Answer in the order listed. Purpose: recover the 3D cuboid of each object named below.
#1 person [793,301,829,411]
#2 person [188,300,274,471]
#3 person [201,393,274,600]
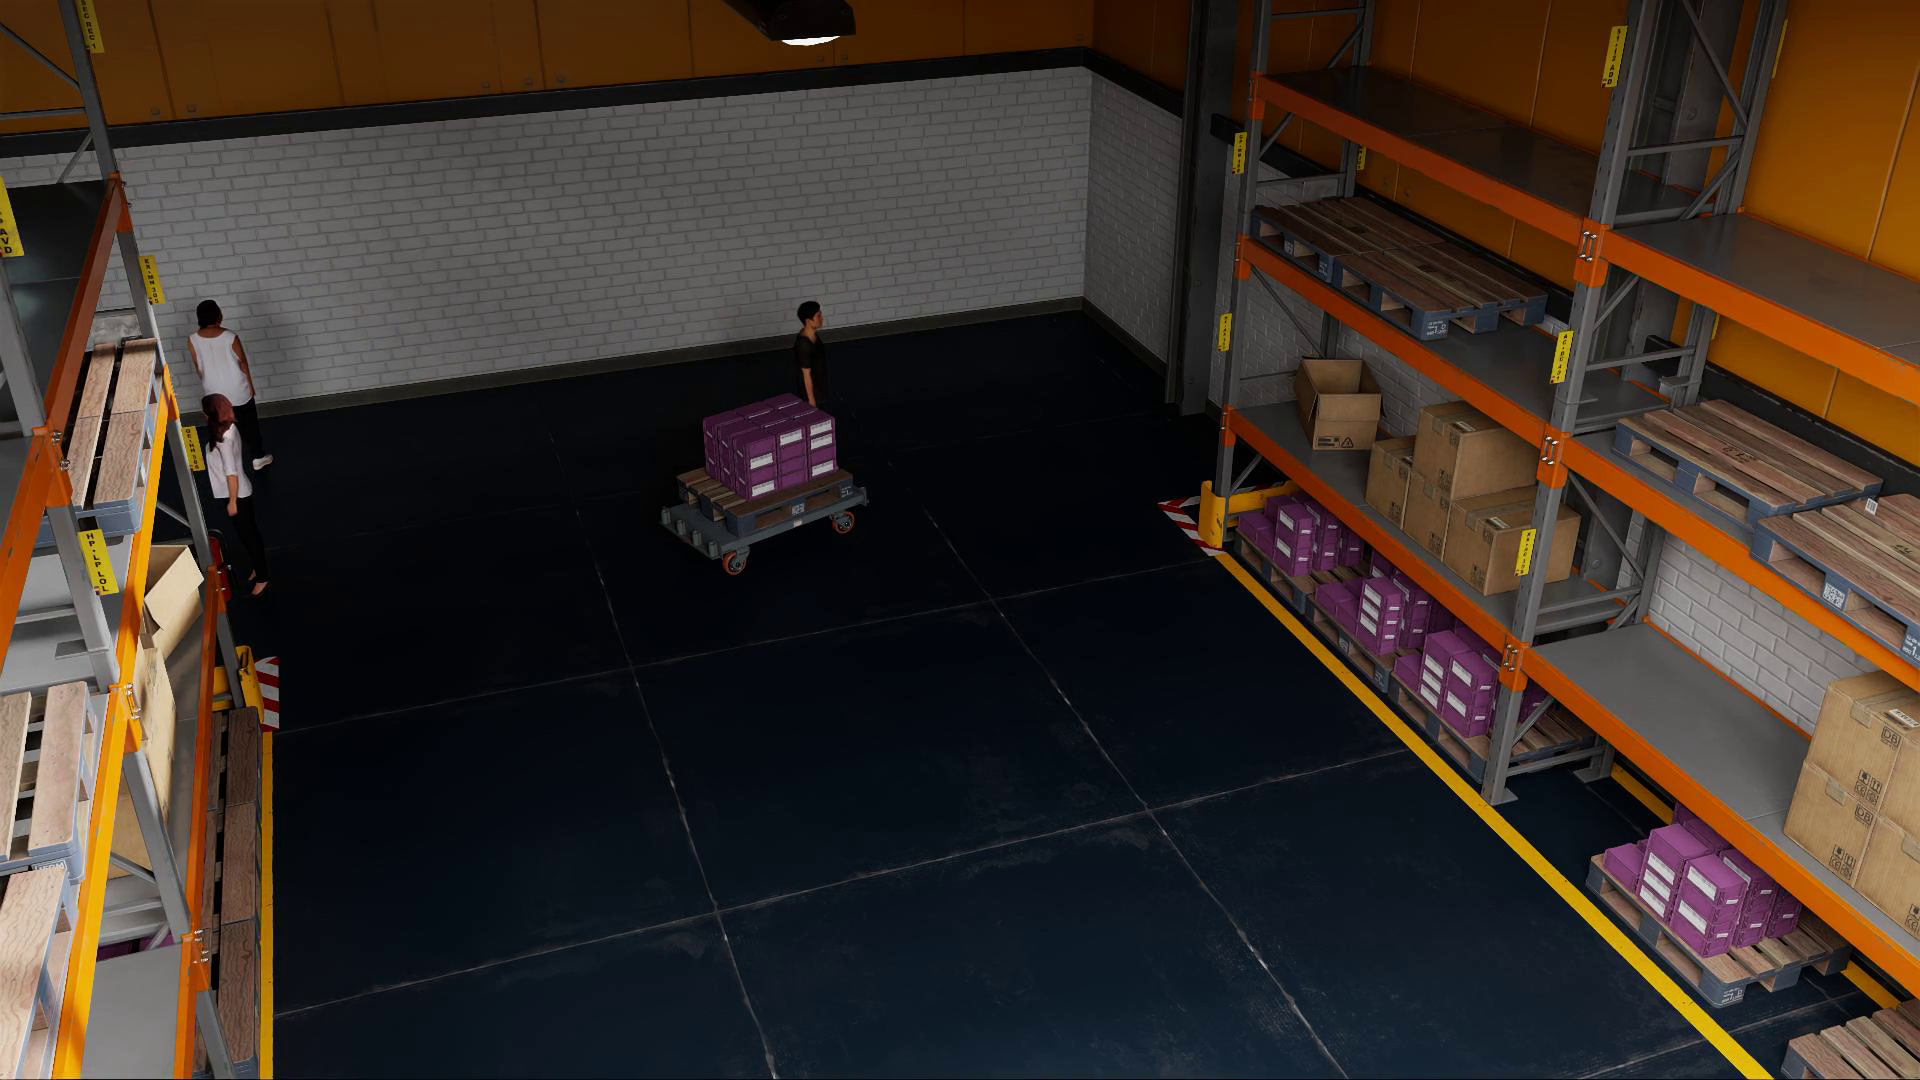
[{"bbox_3d":[-1.402,-1.423,15.569,0.757,1.716,0.621,1,29,2],"label":"person"},{"bbox_3d":[-6.901,-1.467,15.680,0.742,1.687,0.740,1,29,2],"label":"person"},{"bbox_3d":[-5.884,-0.367,13.552,0.679,1.795,0.462,-12,31,-21],"label":"person"}]
